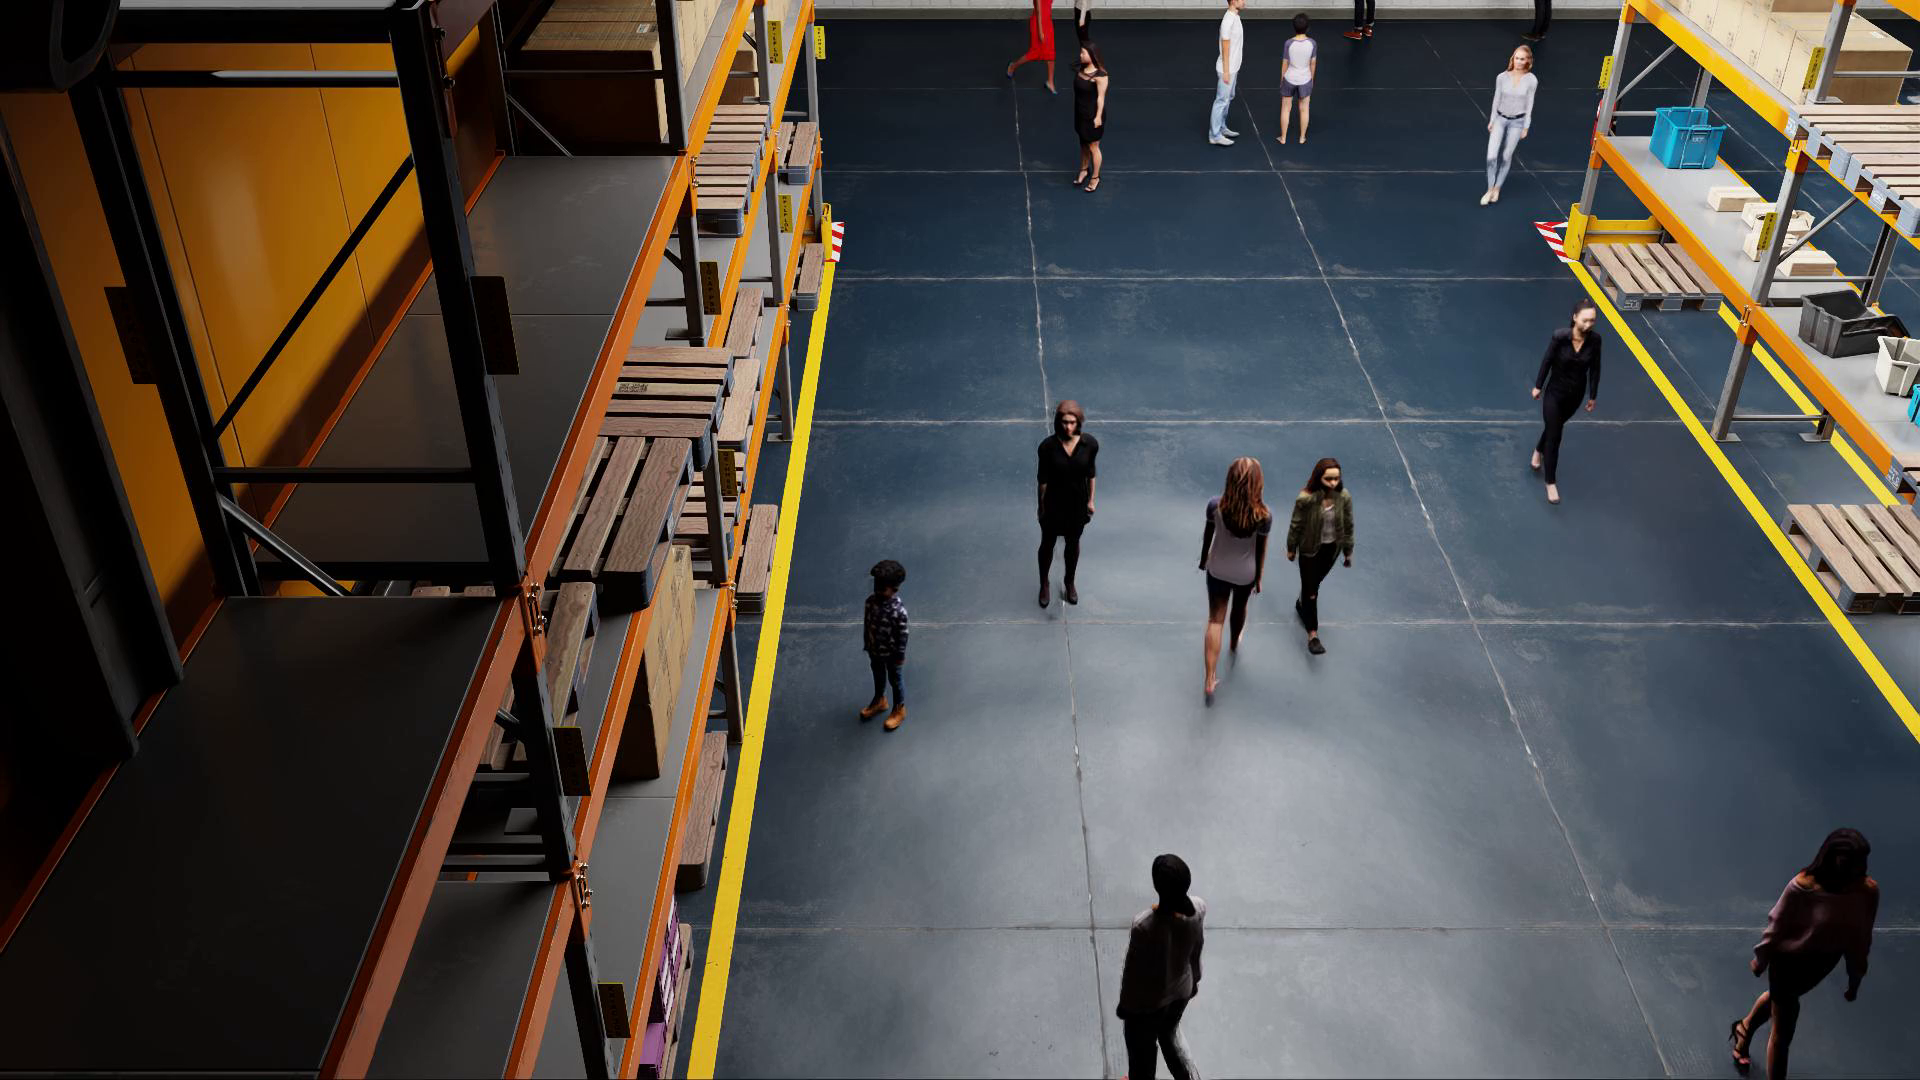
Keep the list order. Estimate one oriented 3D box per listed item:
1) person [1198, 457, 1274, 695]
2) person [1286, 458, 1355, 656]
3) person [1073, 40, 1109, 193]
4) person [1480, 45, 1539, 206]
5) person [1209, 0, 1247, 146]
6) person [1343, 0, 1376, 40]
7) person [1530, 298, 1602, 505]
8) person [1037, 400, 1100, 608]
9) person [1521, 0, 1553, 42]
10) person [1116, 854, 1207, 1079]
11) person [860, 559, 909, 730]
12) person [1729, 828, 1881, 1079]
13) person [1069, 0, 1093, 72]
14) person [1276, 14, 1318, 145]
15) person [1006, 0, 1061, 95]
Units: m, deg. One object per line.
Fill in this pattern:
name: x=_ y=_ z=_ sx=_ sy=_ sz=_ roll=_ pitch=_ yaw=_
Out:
person: x=1.810 y=0.273 z=11.201 sx=0.833 sy=1.687 sz=1.147 roll=9 pitch=35 yaw=14
person: x=2.519 y=0.037 z=11.782 sx=0.720 sy=1.435 sz=1.014 roll=-7 pitch=34 yaw=-10
person: x=1.481 y=-4.795 z=18.797 sx=0.799 sy=1.718 sz=0.679 roll=-14 pitch=36 yaw=-20
person: x=6.122 y=-4.633 z=18.497 sx=0.780 sy=1.779 sz=0.849 roll=17 pitch=37 yaw=23
person: x=3.227 y=-5.728 z=20.073 sx=0.796 sy=1.860 sz=0.622 roll=11 pitch=35 yaw=15
person: x=5.783 y=-8.083 z=23.653 sx=0.785 sy=1.817 sz=0.820 roll=-24 pitch=41 yaw=-32
person: x=4.842 y=-1.173 z=13.404 sx=0.590 sy=1.655 sz=1.033 roll=0 pitch=34 yaw=0
person: x=0.753 y=-0.265 z=11.994 sx=0.617 sy=1.703 sz=0.549 roll=-5 pitch=34 yaw=-8
person: x=8.321 y=-8.017 z=23.578 sx=0.710 sy=1.790 sz=0.756 roll=-27 pitch=42 yaw=-34
person: x=1.025 y=2.265 z=8.135 sx=0.807 sy=1.762 sz=0.911 roll=-18 pitch=38 yaw=-25
person: x=-0.487 y=0.677 z=10.986 sx=0.587 sy=1.251 sz=0.636 roll=22 pitch=40 yaw=30
person: x=4.200 y=2.083 z=8.394 sx=0.652 sy=1.778 sz=0.992 roll=-1 pitch=34 yaw=-1
person: x=1.665 y=-7.103 z=22.483 sx=0.626 sy=1.481 sz=0.465 roll=-6 pitch=34 yaw=-9
person: x=4.079 y=-5.575 z=20.108 sx=0.575 sy=1.565 sz=0.540 roll=3 pitch=34 yaw=4
person: x=0.974 y=-6.641 z=21.576 sx=0.976 sy=1.715 sz=1.036 roll=18 pitch=38 yaw=25
